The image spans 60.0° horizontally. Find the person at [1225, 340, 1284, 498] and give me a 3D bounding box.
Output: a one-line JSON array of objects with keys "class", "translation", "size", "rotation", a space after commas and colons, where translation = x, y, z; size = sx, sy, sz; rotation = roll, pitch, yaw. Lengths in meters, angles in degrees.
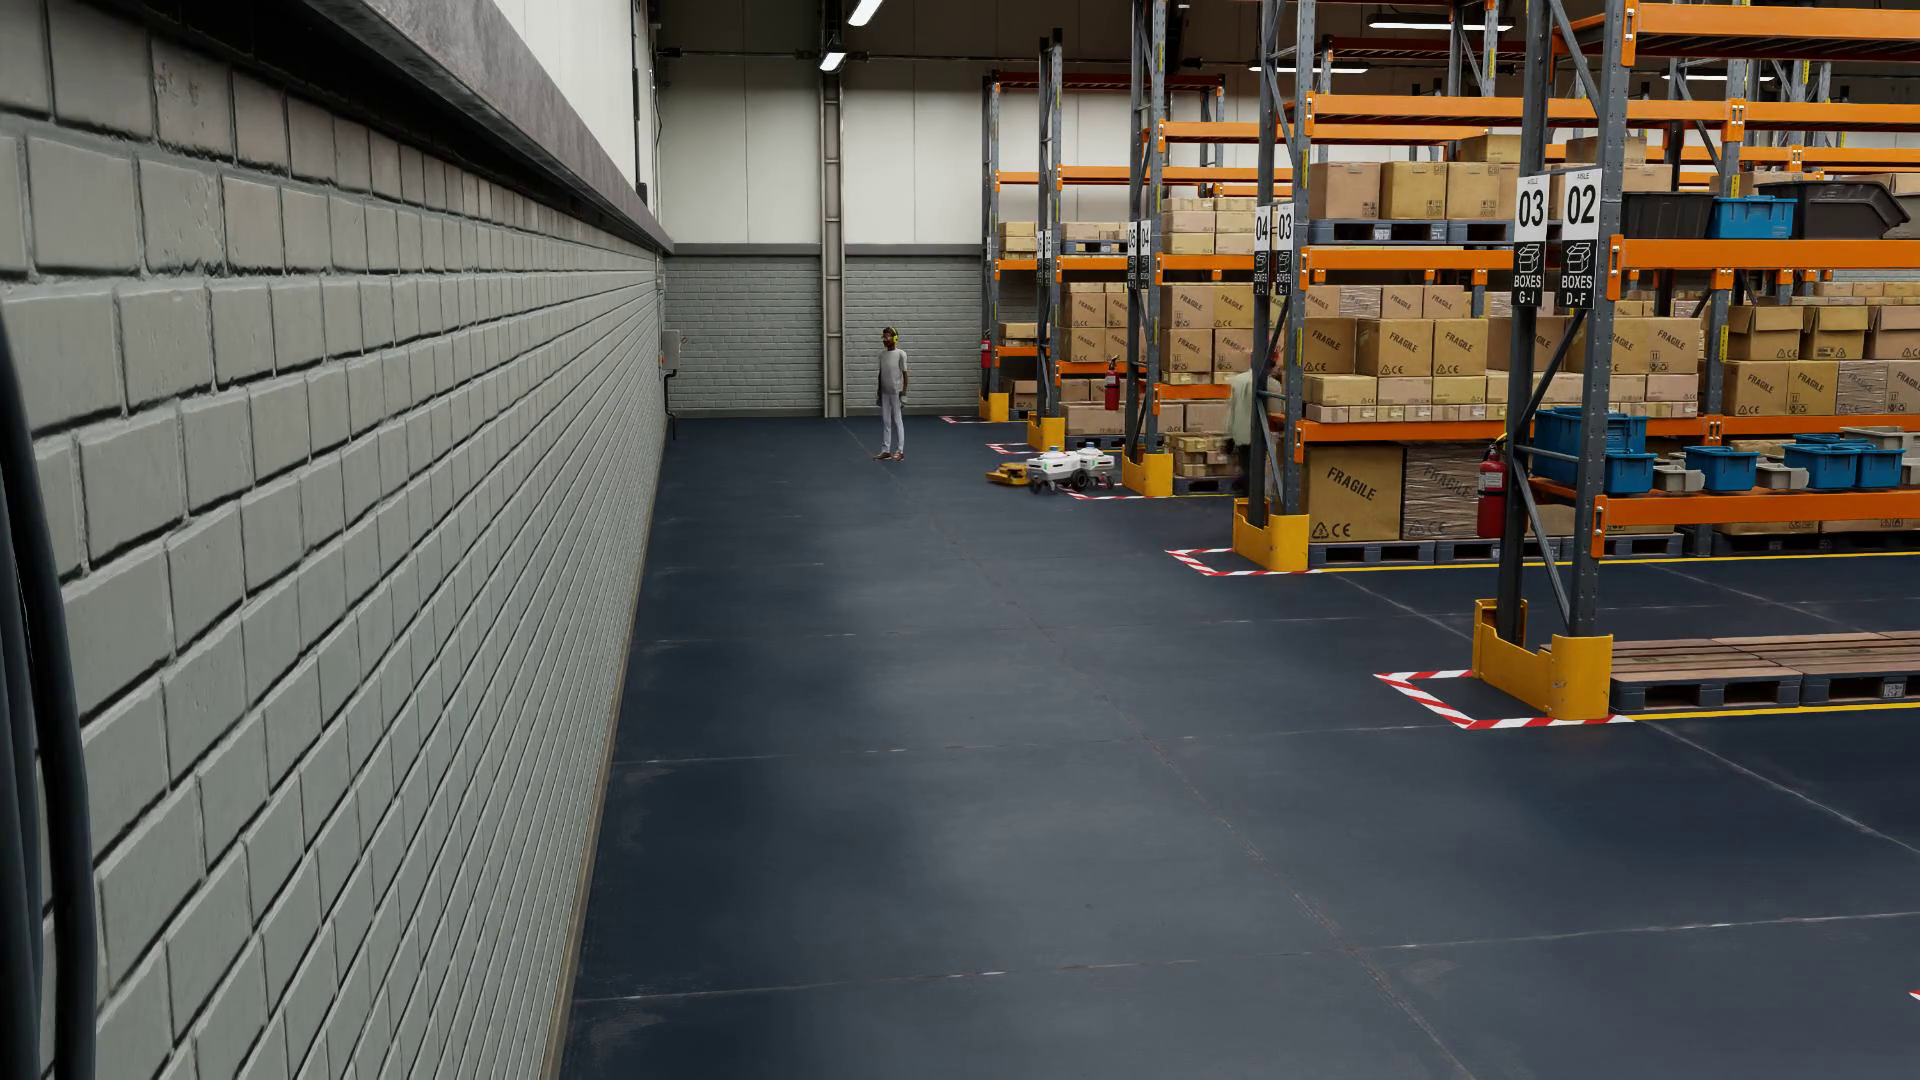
[{"class": "person", "translation": [2.974, -1.005, 16.583], "size": [0.622, 1.964, 0.625], "rotation": [-6, 11, -35]}]

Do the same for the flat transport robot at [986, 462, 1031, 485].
[{"class": "flat transport robot", "translation": [1.106, -0.867, 20.938], "size": [1.431, 0.197, 0.652], "rotation": [-5, 11, -29]}]

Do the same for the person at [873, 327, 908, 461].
[{"class": "person", "translation": [-0.959, -2.033, 23.208], "size": [0.520, 1.873, 0.333], "rotation": [7, 12, 37]}]

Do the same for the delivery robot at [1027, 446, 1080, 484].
[{"class": "delivery robot", "translation": [1.115, -0.882, 19.872], "size": [0.477, 0.478, 0.707], "rotation": [8, 12, 42]}]

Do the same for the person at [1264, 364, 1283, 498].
[{"class": "person", "translation": [3.660, -1.191, 18.823], "size": [0.751, 1.617, 0.528], "rotation": [-1, 9, -4]}]

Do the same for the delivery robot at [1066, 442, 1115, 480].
[{"class": "delivery robot", "translation": [1.584, -0.946, 20.261], "size": [0.477, 0.478, 0.707], "rotation": [-5, 10, -25]}]
